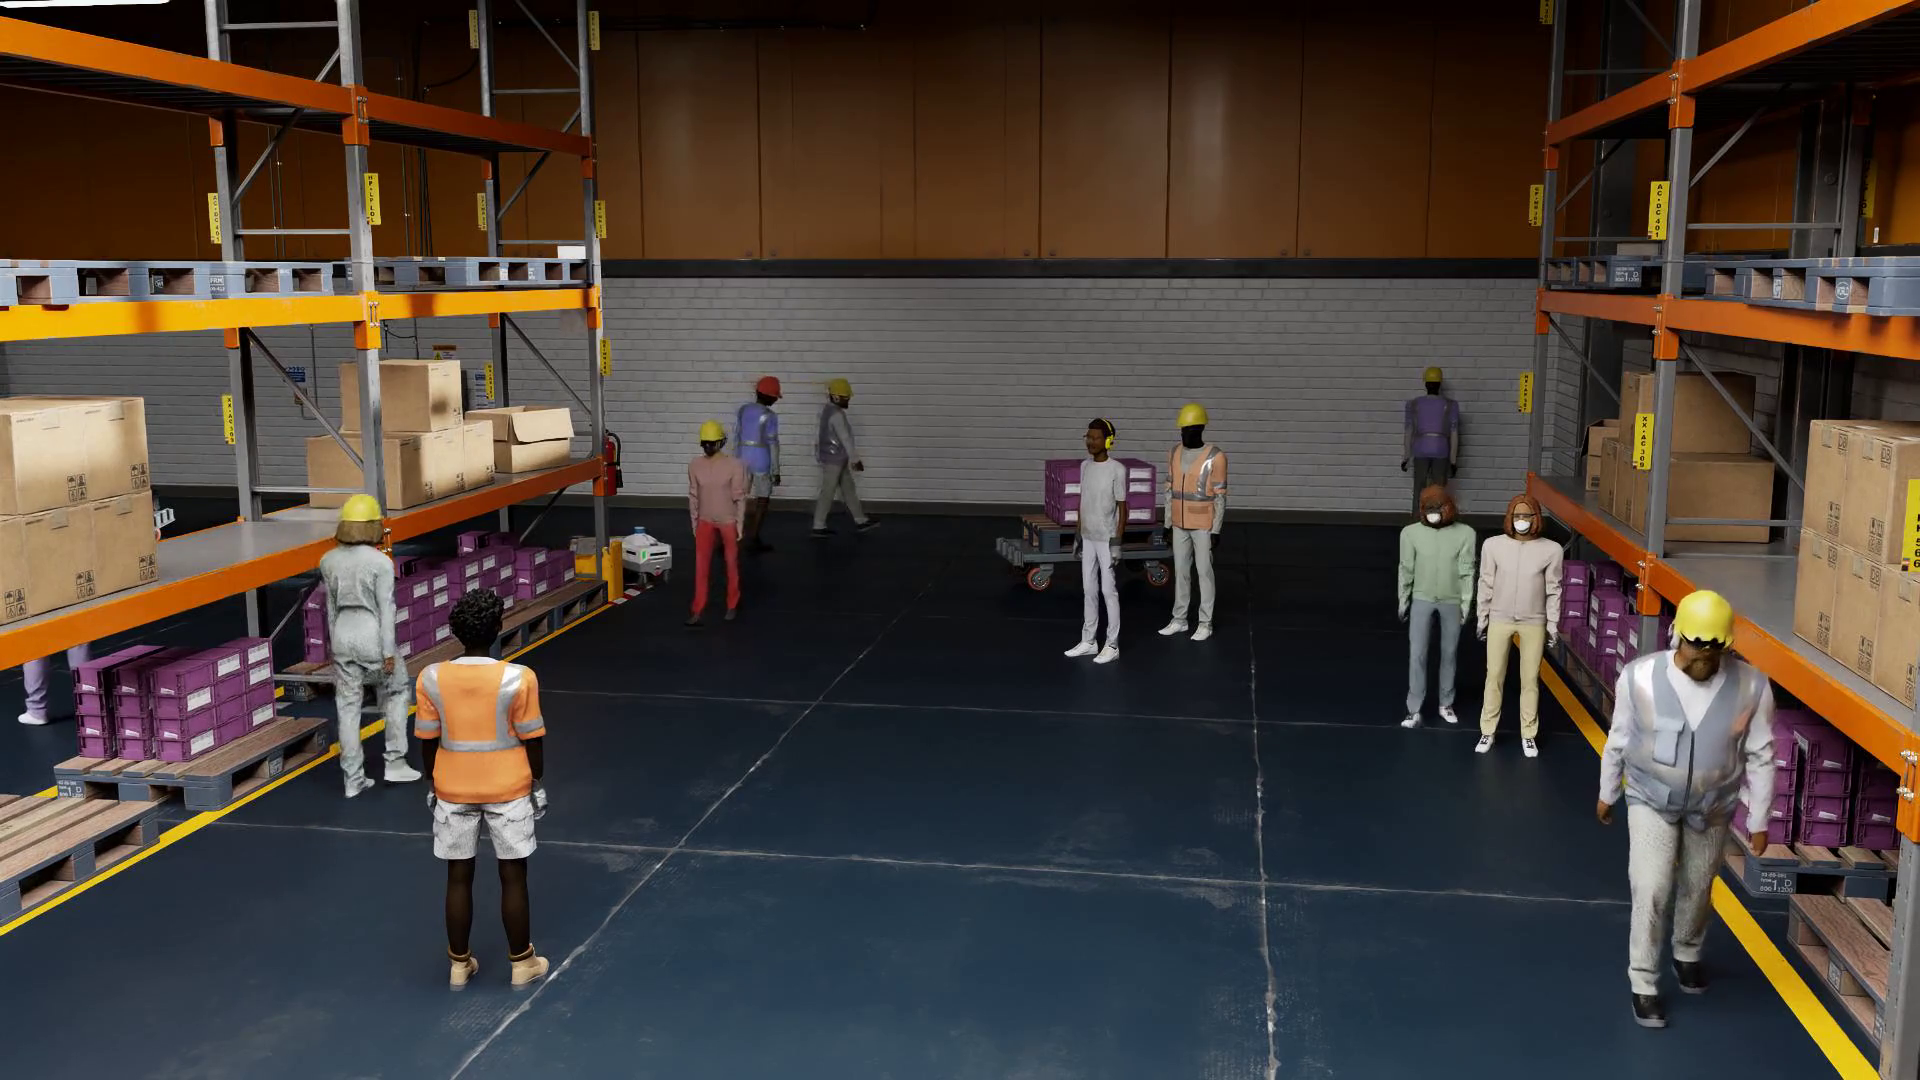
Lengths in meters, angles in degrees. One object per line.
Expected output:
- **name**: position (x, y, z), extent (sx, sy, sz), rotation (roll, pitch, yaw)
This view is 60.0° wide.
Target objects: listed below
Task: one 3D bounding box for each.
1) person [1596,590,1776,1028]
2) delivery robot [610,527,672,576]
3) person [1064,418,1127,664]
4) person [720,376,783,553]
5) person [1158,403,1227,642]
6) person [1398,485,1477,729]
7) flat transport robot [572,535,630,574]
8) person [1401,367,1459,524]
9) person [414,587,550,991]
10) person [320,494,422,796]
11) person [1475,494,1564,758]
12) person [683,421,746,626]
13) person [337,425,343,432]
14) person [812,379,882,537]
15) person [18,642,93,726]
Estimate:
- **person**: position (2.930, 1.041, 6.739), extent (0.640, 1.771, 0.687), rotation (3, 10, 17)
- **delivery robot**: position (-3.040, 0.117, 15.811), extent (0.477, 0.478, 0.707), rotation (-8, 12, -40)
- **person**: position (1.055, 0.002, 12.748), extent (0.328, 1.876, 0.514), rotation (-8, 12, -40)
- **person**: position (-2.208, -0.785, 17.573), extent (0.648, 1.888, 0.574), rotation (6, 11, 34)
- **person**: position (1.886, -0.147, 13.503), extent (0.588, 1.927, 0.370), rotation (9, 13, 44)
- **person**: position (3.098, 0.446, 10.872), extent (0.483, 1.600, 0.704), rotation (3, 10, 16)
- **flat transport robot**: position (-3.601, 0.142, 16.813), extent (0.652, 0.197, 1.431), rotation (-2, 9, -11)
- **person**: position (5.281, -0.970, 18.675), extent (0.633, 1.920, 0.500), rotation (3, 10, 15)
- **person**: position (-1.969, 1.038, 6.902), extent (0.540, 1.696, 0.316), rotation (0, 9, 2)
- **person**: position (-3.403, 0.591, 9.576), extent (0.498, 1.727, 0.570), rotation (2, 9, 12)
- **person**: position (3.440, 0.525, 10.261), extent (0.498, 1.634, 0.281), rotation (3, 10, 20)
- **person**: position (-2.058, -0.127, 13.968), extent (0.541, 1.728, 0.839), rotation (2, 9, 11)
- **person**: position (-5.777, -0.525, 16.144), extent (0.592, 1.826, 0.403), rotation (6, 11, 31)
- **person**: position (-1.269, -0.913, 18.660), extent (0.892, 1.782, 0.595), rotation (-1, 9, -8)
- **person**: position (-6.064, 0.278, 11.000), extent (0.399, 1.897, 0.654), rotation (9, 13, 44)
